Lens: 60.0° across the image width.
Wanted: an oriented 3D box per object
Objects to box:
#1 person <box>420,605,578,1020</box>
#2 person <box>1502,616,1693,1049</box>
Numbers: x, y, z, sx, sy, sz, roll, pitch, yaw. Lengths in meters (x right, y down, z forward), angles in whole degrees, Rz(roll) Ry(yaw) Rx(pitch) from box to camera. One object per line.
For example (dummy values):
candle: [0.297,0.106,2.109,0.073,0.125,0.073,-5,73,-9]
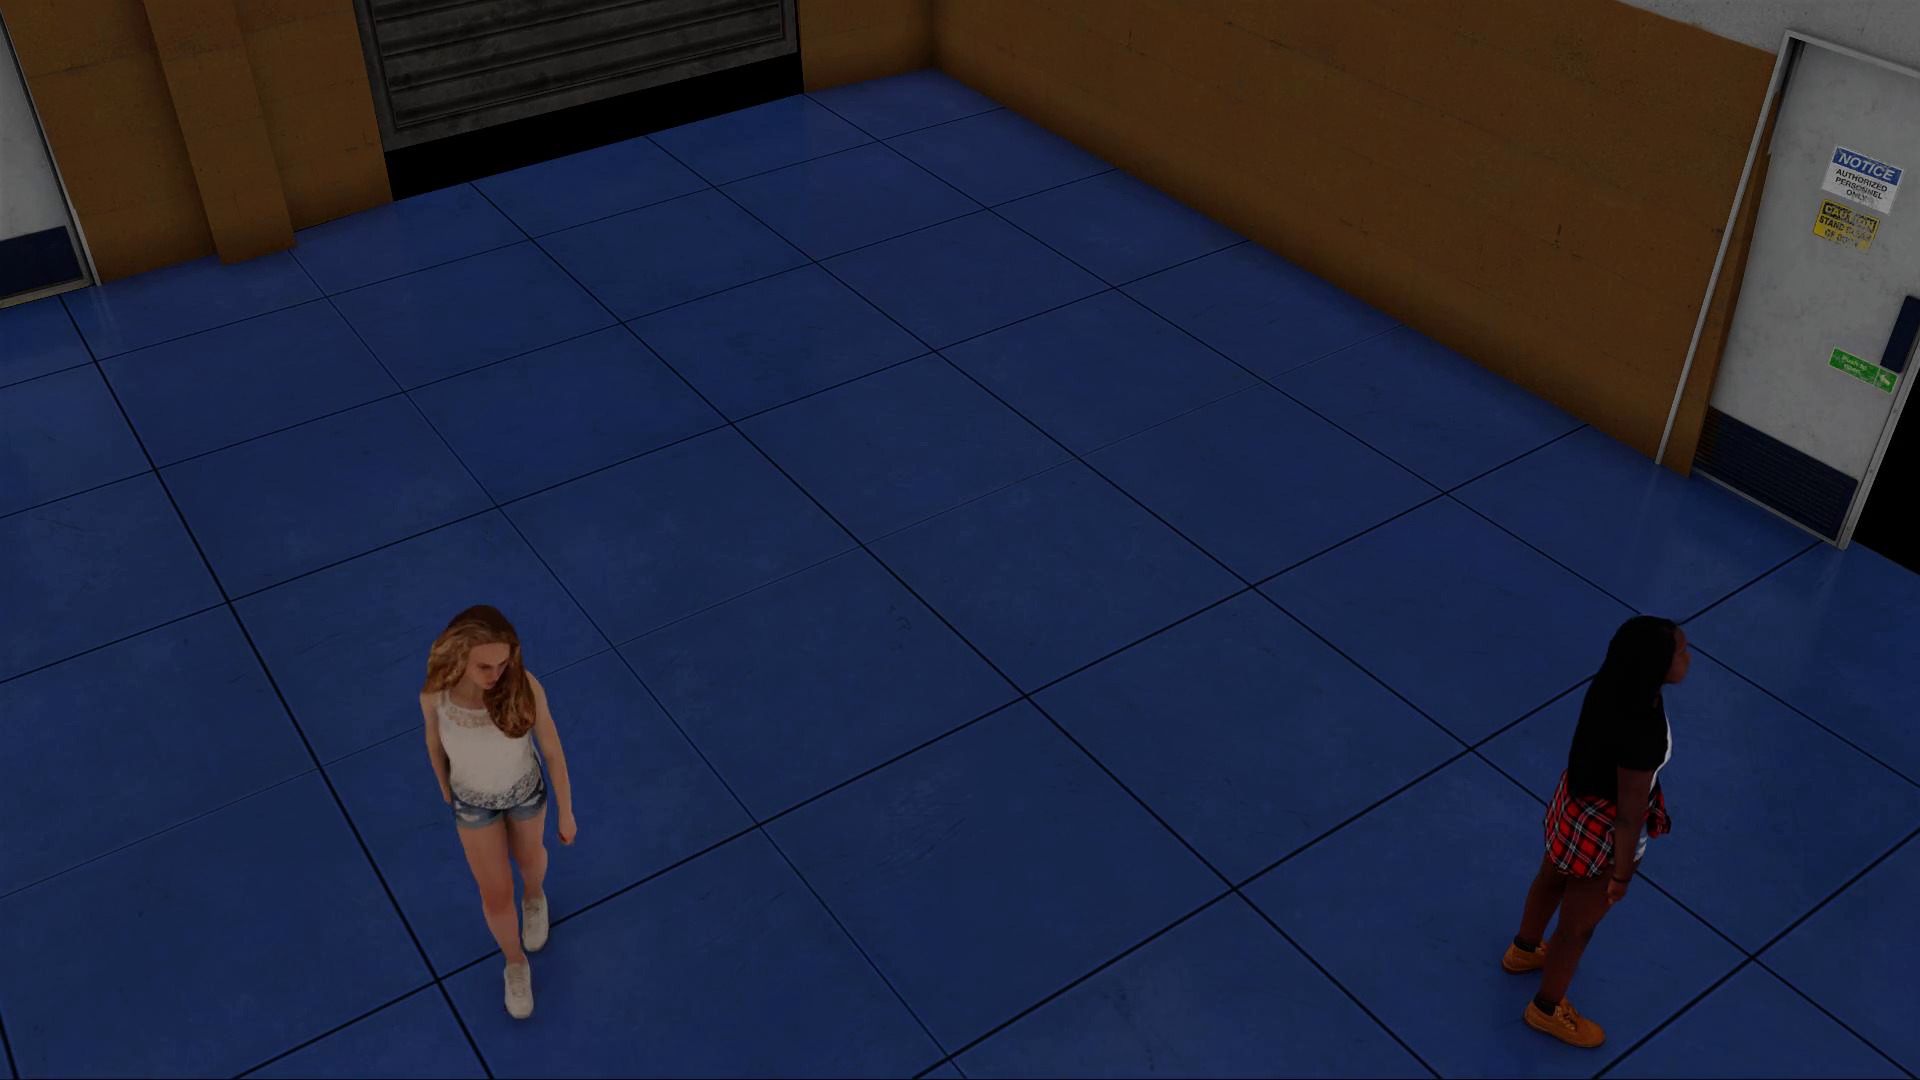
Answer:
person: [-1.562,0.819,5.623,0.840,1.720,0.818,-3,37,-5]
person: [2.088,0.942,5.455,0.770,1.725,0.722,2,37,3]
